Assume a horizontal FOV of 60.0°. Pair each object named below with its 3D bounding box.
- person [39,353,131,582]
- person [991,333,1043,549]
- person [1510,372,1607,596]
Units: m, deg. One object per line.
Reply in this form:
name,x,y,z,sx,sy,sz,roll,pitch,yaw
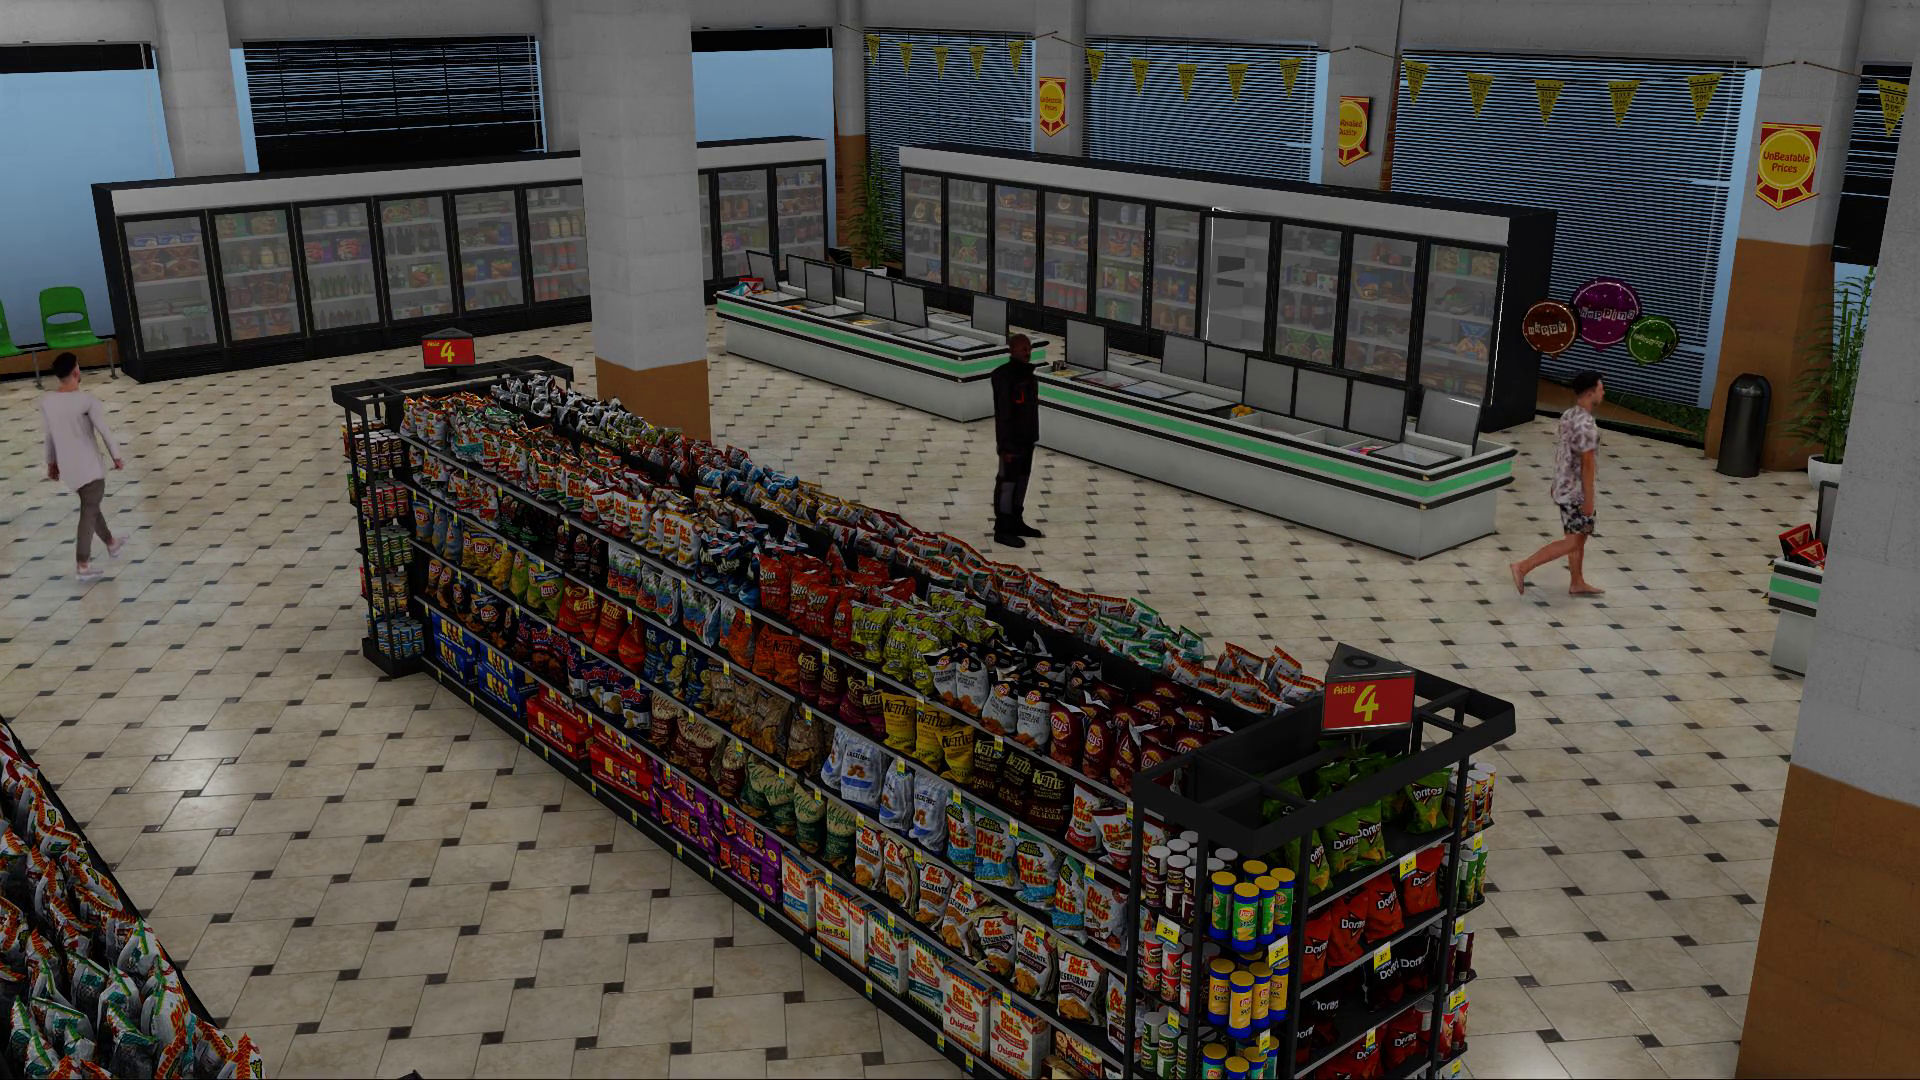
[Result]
person,-7.065,-0.556,13.311,1.167,1.800,1.179,3,19,9
person,0.457,-0.882,14.249,0.757,1.818,0.784,9,21,25
person,4.672,-0.395,12.844,1.119,1.795,1.065,1,19,2
